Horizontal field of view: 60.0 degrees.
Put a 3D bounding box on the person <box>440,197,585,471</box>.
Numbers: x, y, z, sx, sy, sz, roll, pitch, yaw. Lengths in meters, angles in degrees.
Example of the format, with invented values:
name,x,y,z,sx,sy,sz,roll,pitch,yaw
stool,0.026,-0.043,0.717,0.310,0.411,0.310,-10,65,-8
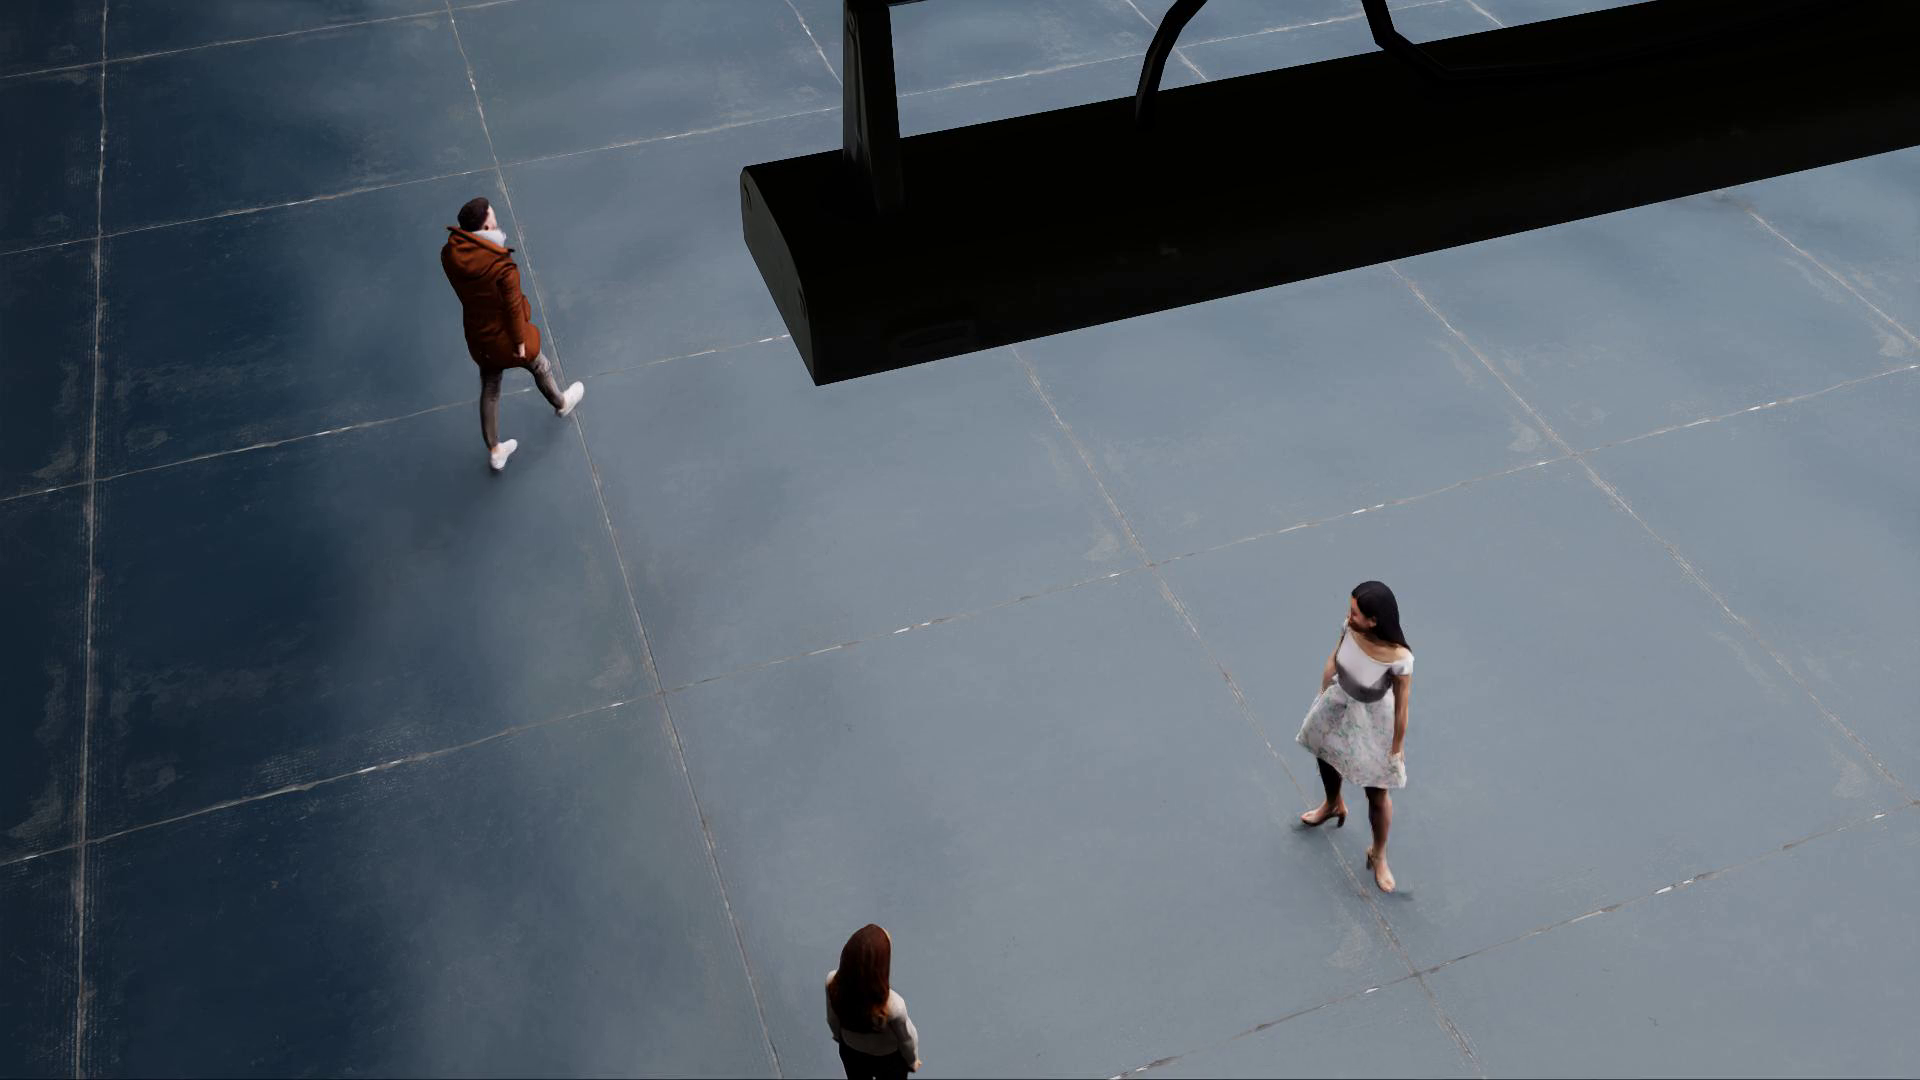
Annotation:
name,x,y,z,sx,sy,sz,roll,pitch,yaw
person,-2.856,-1.201,10.123,1.127,1.794,1.198,16,45,16

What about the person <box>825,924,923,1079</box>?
name,x,y,z,sx,sy,sz,roll,pitch,yaw
person,-0.359,2.088,6.828,0.614,1.484,0.669,17,46,17

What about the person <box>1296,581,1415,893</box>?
name,x,y,z,sx,sy,sz,roll,pitch,yaw
person,1.938,0.909,7.894,0.711,1.752,0.996,33,52,31
